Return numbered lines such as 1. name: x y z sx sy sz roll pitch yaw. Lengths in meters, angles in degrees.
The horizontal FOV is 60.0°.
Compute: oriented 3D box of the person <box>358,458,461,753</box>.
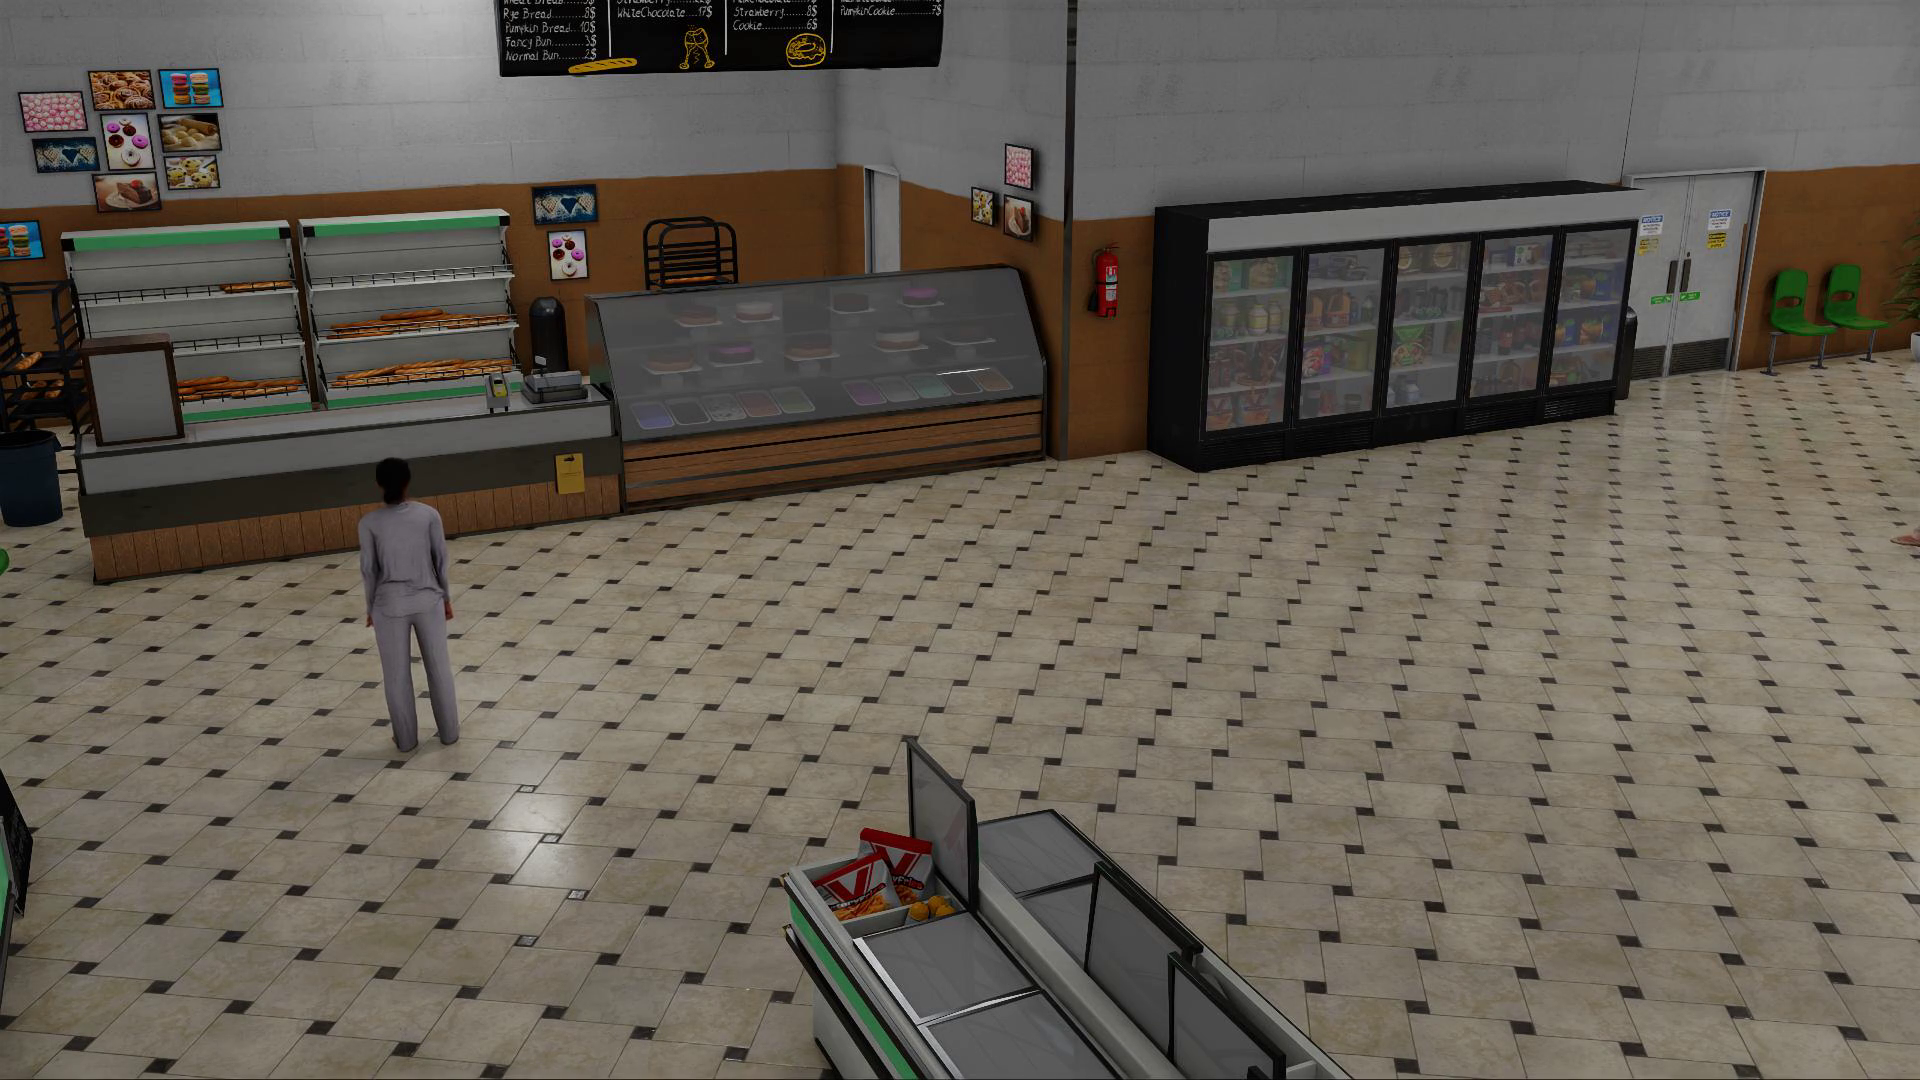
1. person: -3.172 0.415 9.581 0.637 1.637 0.522 -8 20 -22
